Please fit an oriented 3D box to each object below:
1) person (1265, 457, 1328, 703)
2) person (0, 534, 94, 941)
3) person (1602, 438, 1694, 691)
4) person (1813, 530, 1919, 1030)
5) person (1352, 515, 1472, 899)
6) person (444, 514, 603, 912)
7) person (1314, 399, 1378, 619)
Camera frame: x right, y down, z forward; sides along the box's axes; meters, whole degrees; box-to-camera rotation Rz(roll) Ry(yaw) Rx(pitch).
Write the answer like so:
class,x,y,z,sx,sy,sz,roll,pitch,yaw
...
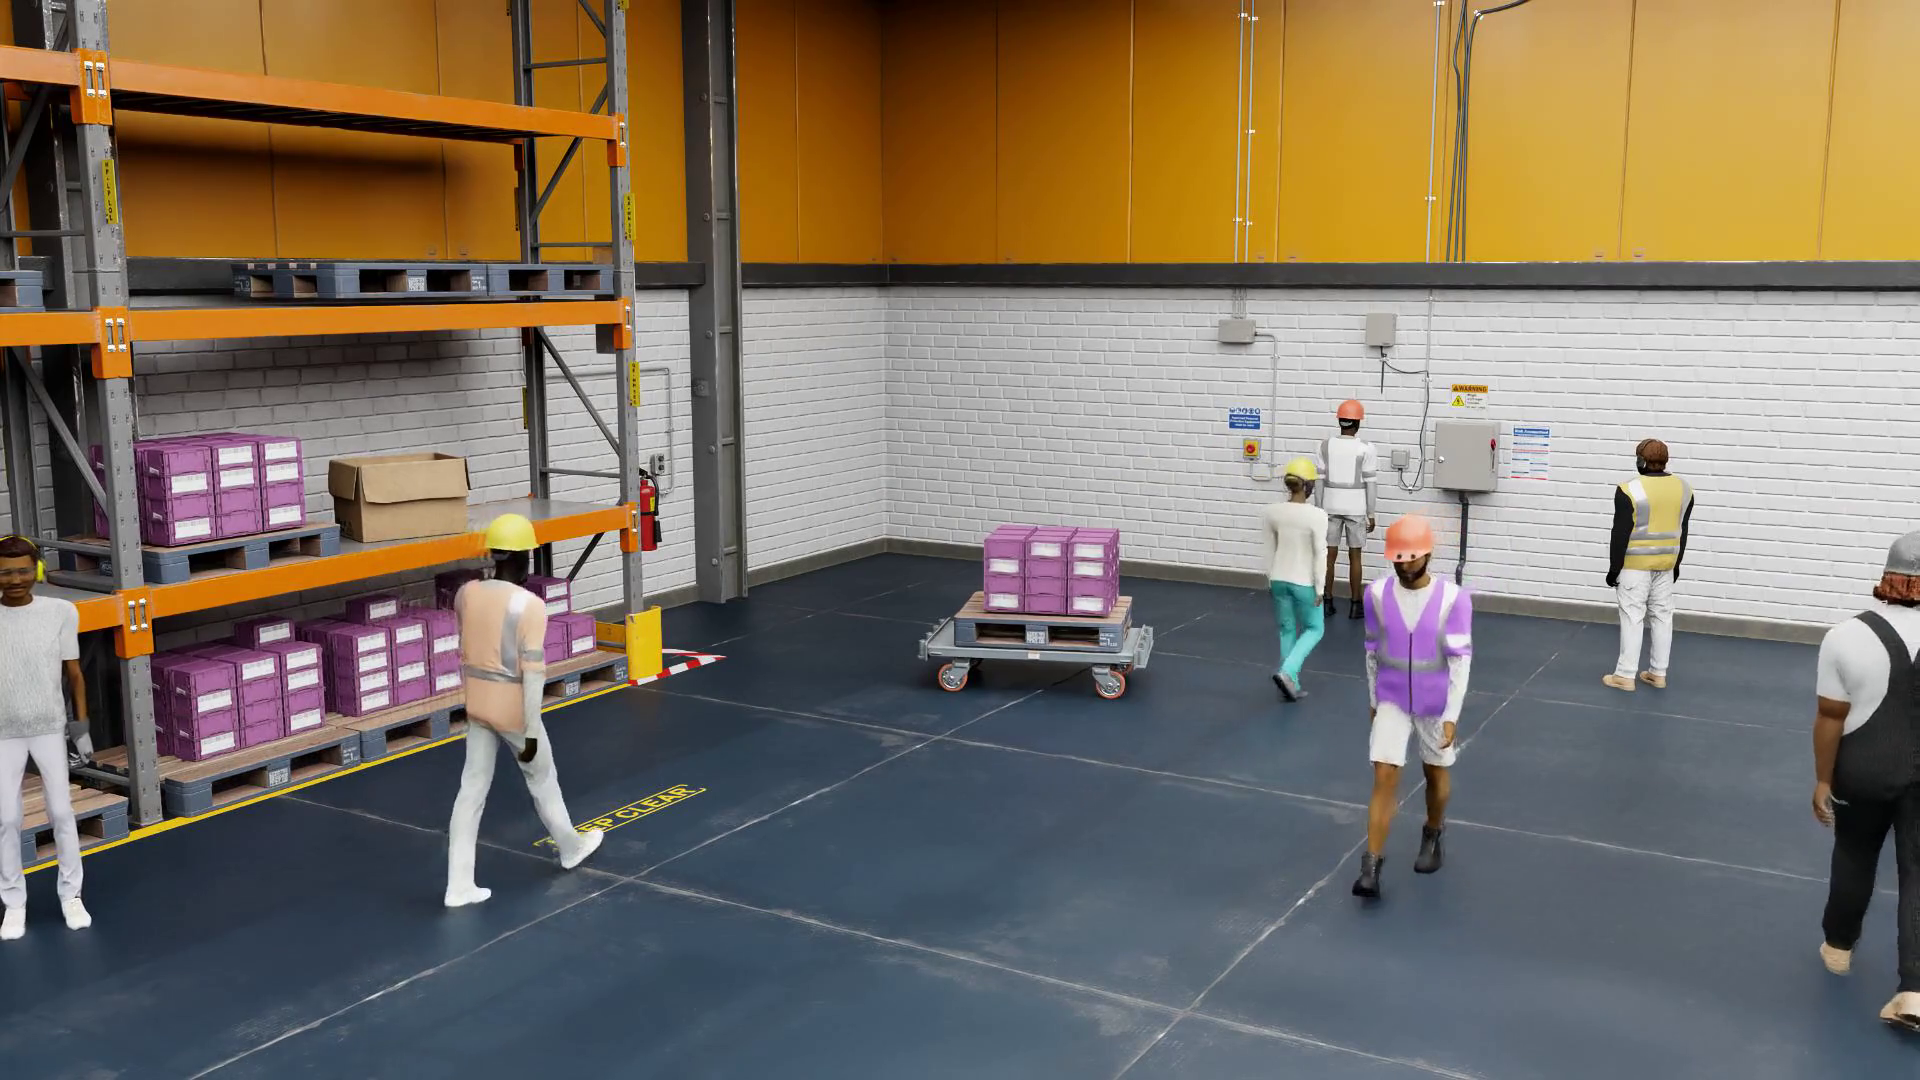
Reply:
class,x,y,z,sx,sy,sz,roll,pitch,yaw
person,2.332,0.298,11.665,0.522,1.751,0.472,9,13,43
person,-4.266,0.893,7.616,0.515,1.862,0.329,-5,10,-29
person,4.986,0.180,12.121,0.626,1.844,0.429,-3,9,-16
person,3.879,0.928,6.831,0.685,2.000,0.977,4,10,25
person,2.210,0.802,8.128,0.552,1.865,1.040,4,10,25
person,-2.176,0.806,8.111,0.607,1.876,1.004,5,10,26
person,3.399,-0.274,14.652,0.549,1.936,0.376,5,10,28
